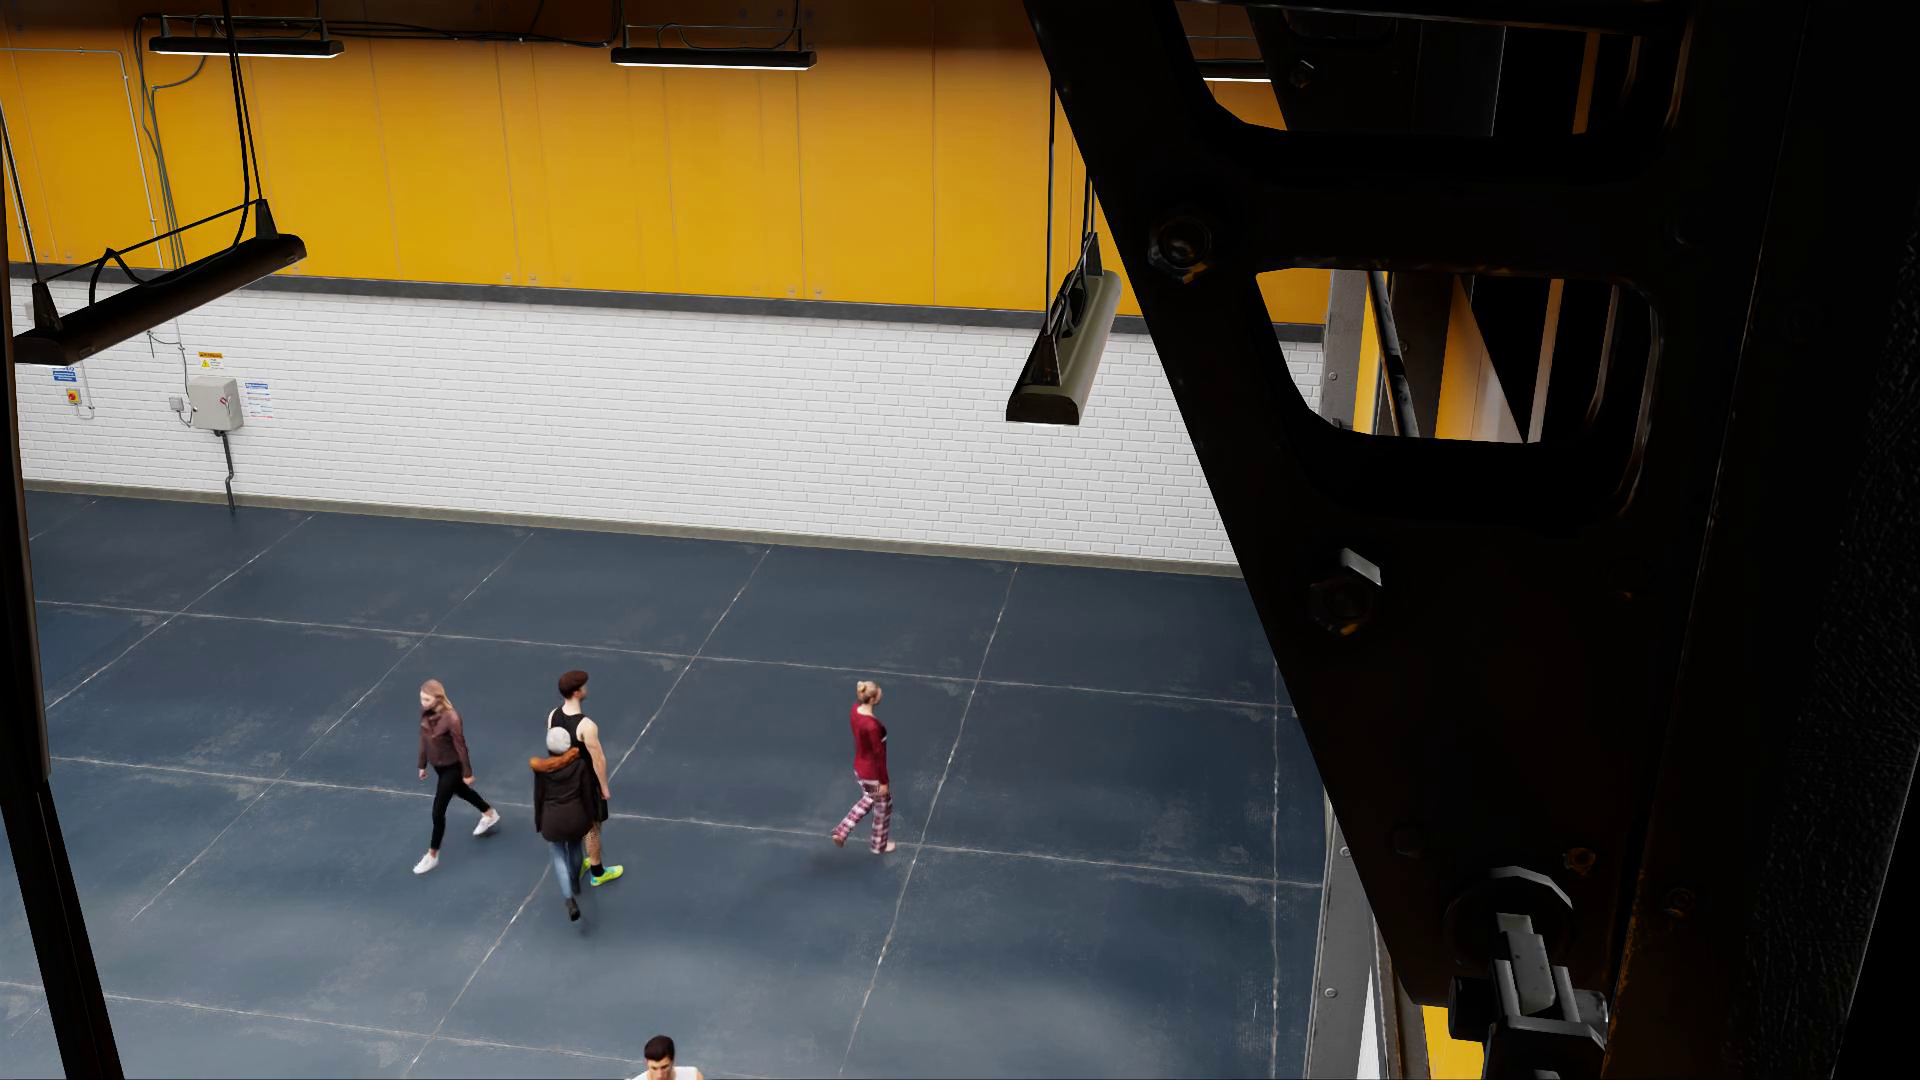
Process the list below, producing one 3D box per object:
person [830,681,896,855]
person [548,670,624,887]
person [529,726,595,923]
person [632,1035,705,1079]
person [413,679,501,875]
[{"bbox_3d":[-0.802,1.913,13.748,0.942,1.681,0.894,-13,27,-27],"label":"person"},{"bbox_3d":[-3.072,1.926,13.456,0.755,1.891,0.692,13,27,27],"label":"person"},{"bbox_3d":[-3.106,2.230,13.102,0.948,1.616,1.098,-10,26,-22],"label":"person"},{"bbox_3d":[-1.695,3.582,9.831,0.804,1.760,0.968,-2,24,-6],"label":"person"},{"bbox_3d":[-4.200,1.877,13.865,0.975,1.652,1.245,16,29,33],"label":"person"}]
